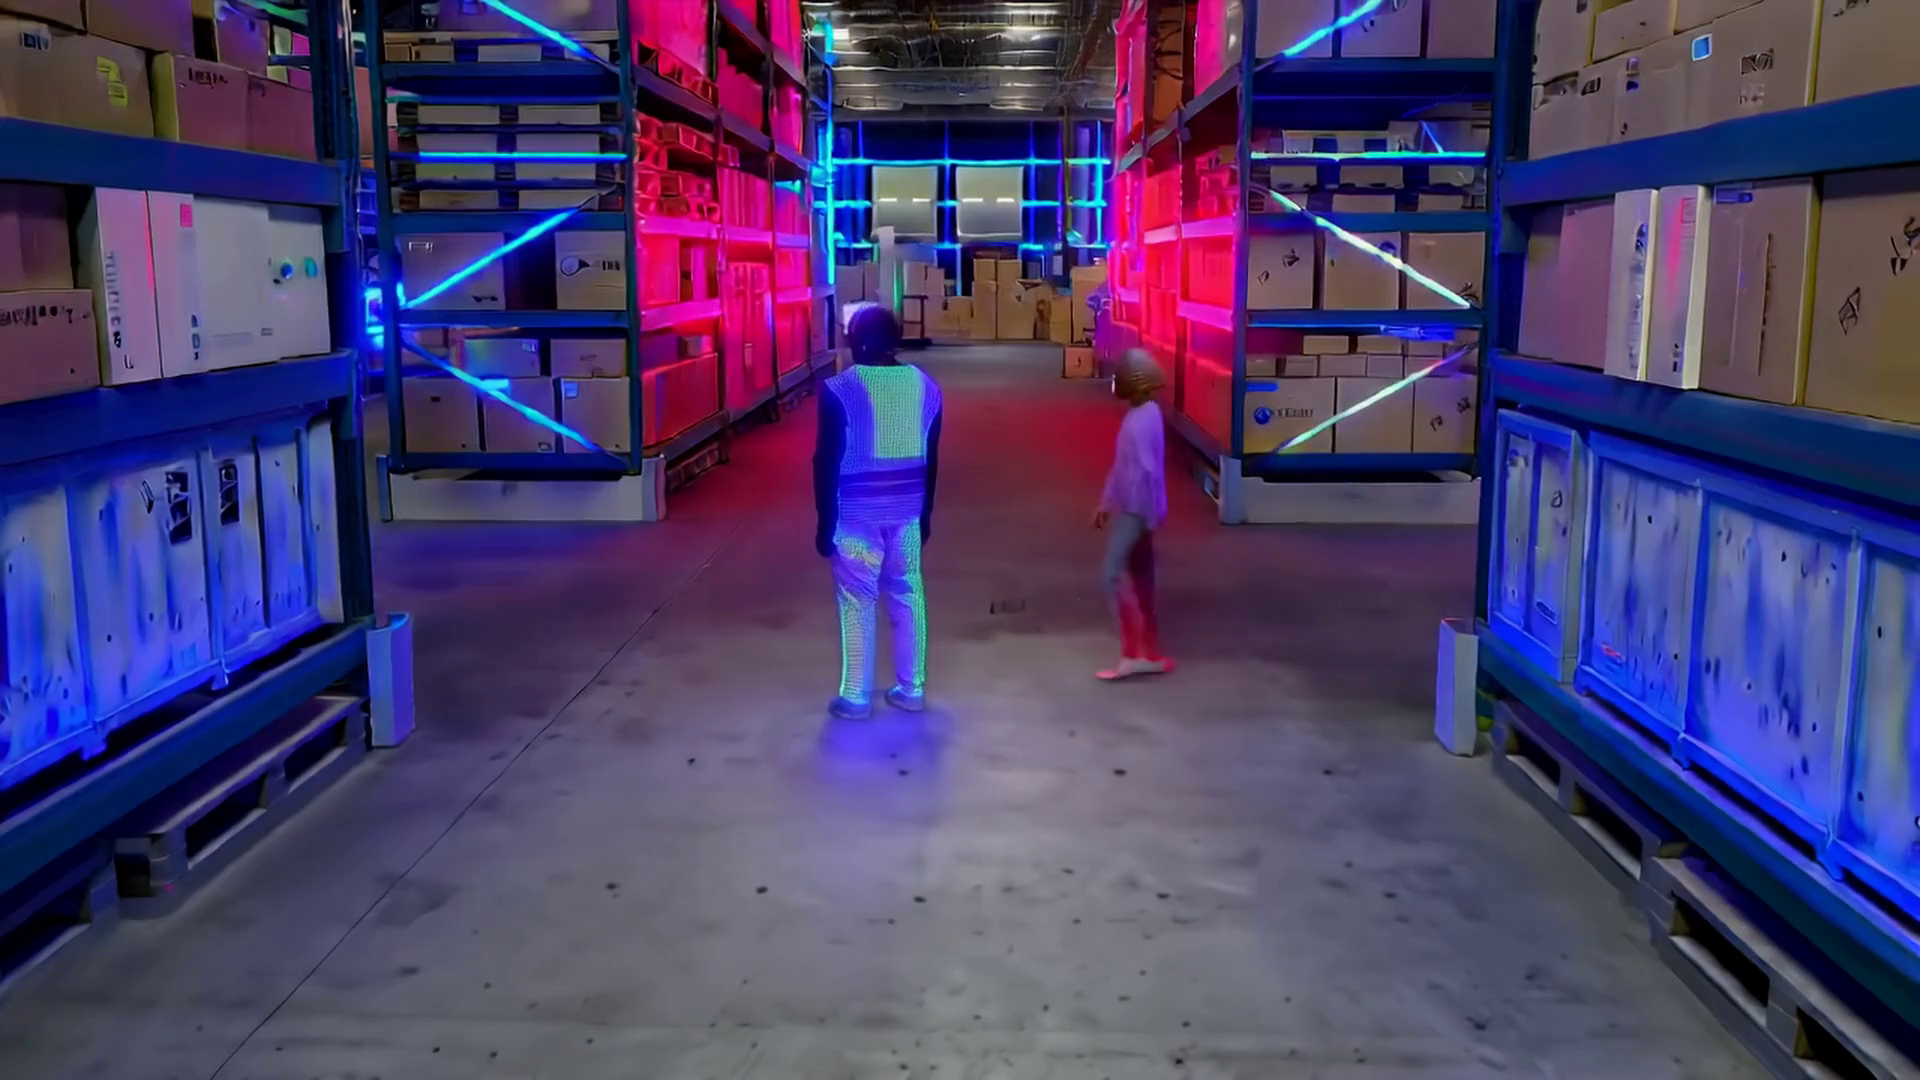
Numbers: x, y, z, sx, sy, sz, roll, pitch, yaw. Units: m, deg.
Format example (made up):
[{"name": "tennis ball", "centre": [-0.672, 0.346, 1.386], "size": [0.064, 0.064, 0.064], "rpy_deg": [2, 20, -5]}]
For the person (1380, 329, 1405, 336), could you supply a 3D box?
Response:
[{"name": "person", "centre": [6.942, -3.305, 26.930], "size": [0.552, 1.674, 0.682], "rpy_deg": [2, 10, 11]}]

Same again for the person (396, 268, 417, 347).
[{"name": "person", "centre": [-11.613, -4.687, 34.518], "size": [0.477, 1.916, 0.669], "rpy_deg": [7, 12, 37]}]

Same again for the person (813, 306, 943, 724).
[{"name": "person", "centre": [-0.374, -0.108, 7.363], "size": [0.618, 1.836, 0.431], "rpy_deg": [-7, 12, -37]}]

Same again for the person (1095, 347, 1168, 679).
[{"name": "person", "centre": [0.811, -0.123, 8.079], "size": [0.499, 1.615, 0.505], "rpy_deg": [0, 9, 3]}]

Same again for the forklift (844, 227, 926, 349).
[{"name": "forklift", "centre": [-1.720, -5.802, 38.317], "size": [1.873, 2.768, 1.129], "rpy_deg": [0, 9, 0]}]

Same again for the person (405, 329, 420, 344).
[{"name": "person", "centre": [-12.155, -4.912, 36.721], "size": [0.527, 1.623, 0.547], "rpy_deg": [-5, 11, -29]}]

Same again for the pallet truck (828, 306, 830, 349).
[{"name": "pallet truck", "centre": [-3.100, -3.940, 29.800], "size": [1.885, 1.965, 0.823], "rpy_deg": [3, 10, 19]}]

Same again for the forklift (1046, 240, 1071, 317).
[{"name": "forklift", "centre": [3.557, -9.445, 60.139], "size": [1.129, 2.768, 1.873], "rpy_deg": [-7, 12, -38]}]
